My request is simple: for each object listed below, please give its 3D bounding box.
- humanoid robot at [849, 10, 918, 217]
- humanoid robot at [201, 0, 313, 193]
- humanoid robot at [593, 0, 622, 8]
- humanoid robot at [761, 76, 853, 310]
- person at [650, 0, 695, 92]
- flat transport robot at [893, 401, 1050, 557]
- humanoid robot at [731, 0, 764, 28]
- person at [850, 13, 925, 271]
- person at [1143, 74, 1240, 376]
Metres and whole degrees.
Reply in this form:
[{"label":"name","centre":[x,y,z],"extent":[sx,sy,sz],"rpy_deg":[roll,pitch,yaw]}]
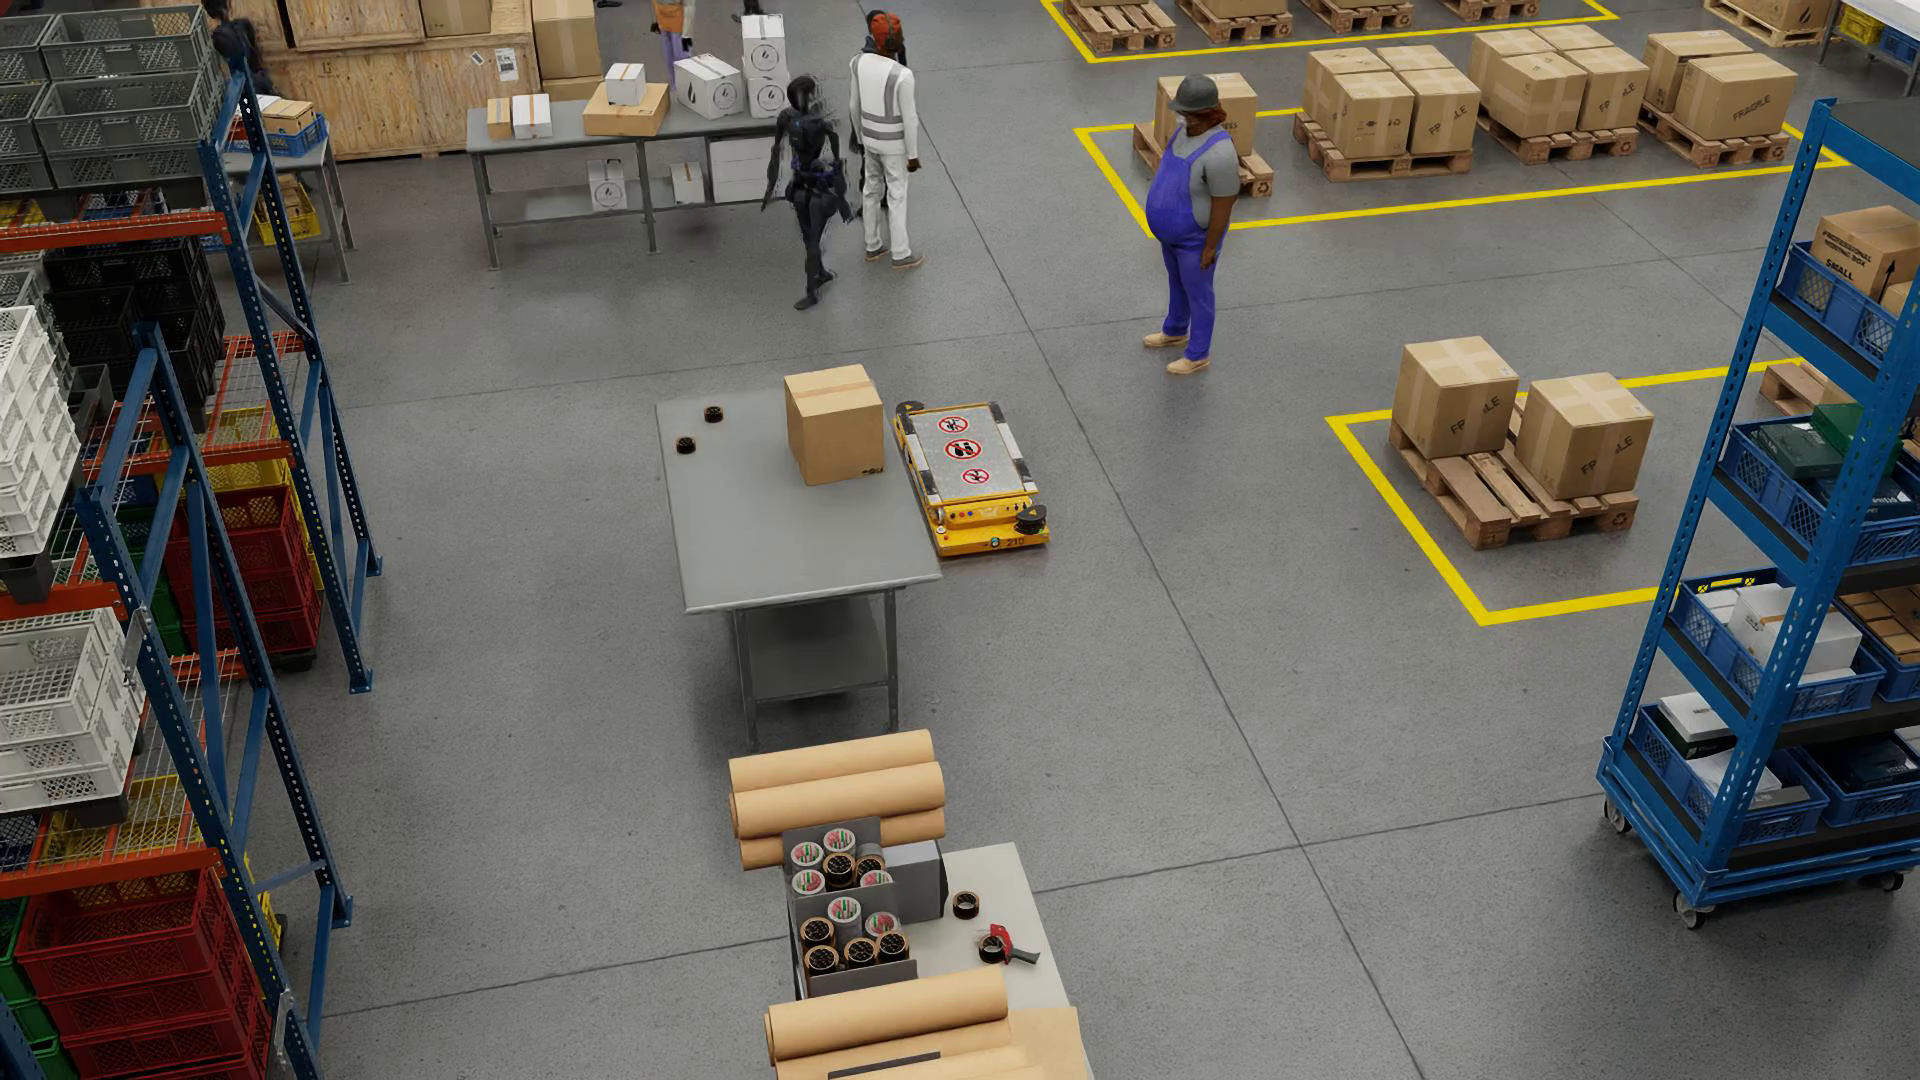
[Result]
[{"label":"humanoid robot","centre":[-0.610,-3.236,12.715],"extent":[0.594,1.651,0.360],"rpy_deg":[-30,46,-34]},{"label":"humanoid robot","centre":[-5.631,-3.533,13.164],"extent":[0.818,1.618,0.557],"rpy_deg":[20,41,25]},{"label":"humanoid robot","centre":[-3.667,-6.260,16.775],"extent":[0.326,1.657,0.596],"rpy_deg":[-17,40,-22]},{"label":"humanoid robot","centre":[-1.086,-2.429,11.653],"extent":[0.592,1.630,0.679],"rpy_deg":[24,43,29]},{"label":"person","centre":[-2.438,-4.372,14.047],"extent":[0.392,1.922,0.595],"rpy_deg":[-22,42,-27]},{"label":"flat transport robot","centre":[0.046,-0.430,10.108],"extent":[0.652,0.197,1.431],"rpy_deg":[-8,37,-10]},{"label":"humanoid robot","centre":[-2.066,-5.639,15.969],"extent":[0.726,1.634,0.604],"rpy_deg":[25,43,30]},{"label":"person","centre":[-0.532,-2.872,12.063],"extent":[0.574,1.881,0.355],"rpy_deg":[26,44,30]},{"label":"person","centre":[1.466,-2.049,10.825],"extent":[0.536,2.000,0.686],"rpy_deg":[-11,38,-14]}]
